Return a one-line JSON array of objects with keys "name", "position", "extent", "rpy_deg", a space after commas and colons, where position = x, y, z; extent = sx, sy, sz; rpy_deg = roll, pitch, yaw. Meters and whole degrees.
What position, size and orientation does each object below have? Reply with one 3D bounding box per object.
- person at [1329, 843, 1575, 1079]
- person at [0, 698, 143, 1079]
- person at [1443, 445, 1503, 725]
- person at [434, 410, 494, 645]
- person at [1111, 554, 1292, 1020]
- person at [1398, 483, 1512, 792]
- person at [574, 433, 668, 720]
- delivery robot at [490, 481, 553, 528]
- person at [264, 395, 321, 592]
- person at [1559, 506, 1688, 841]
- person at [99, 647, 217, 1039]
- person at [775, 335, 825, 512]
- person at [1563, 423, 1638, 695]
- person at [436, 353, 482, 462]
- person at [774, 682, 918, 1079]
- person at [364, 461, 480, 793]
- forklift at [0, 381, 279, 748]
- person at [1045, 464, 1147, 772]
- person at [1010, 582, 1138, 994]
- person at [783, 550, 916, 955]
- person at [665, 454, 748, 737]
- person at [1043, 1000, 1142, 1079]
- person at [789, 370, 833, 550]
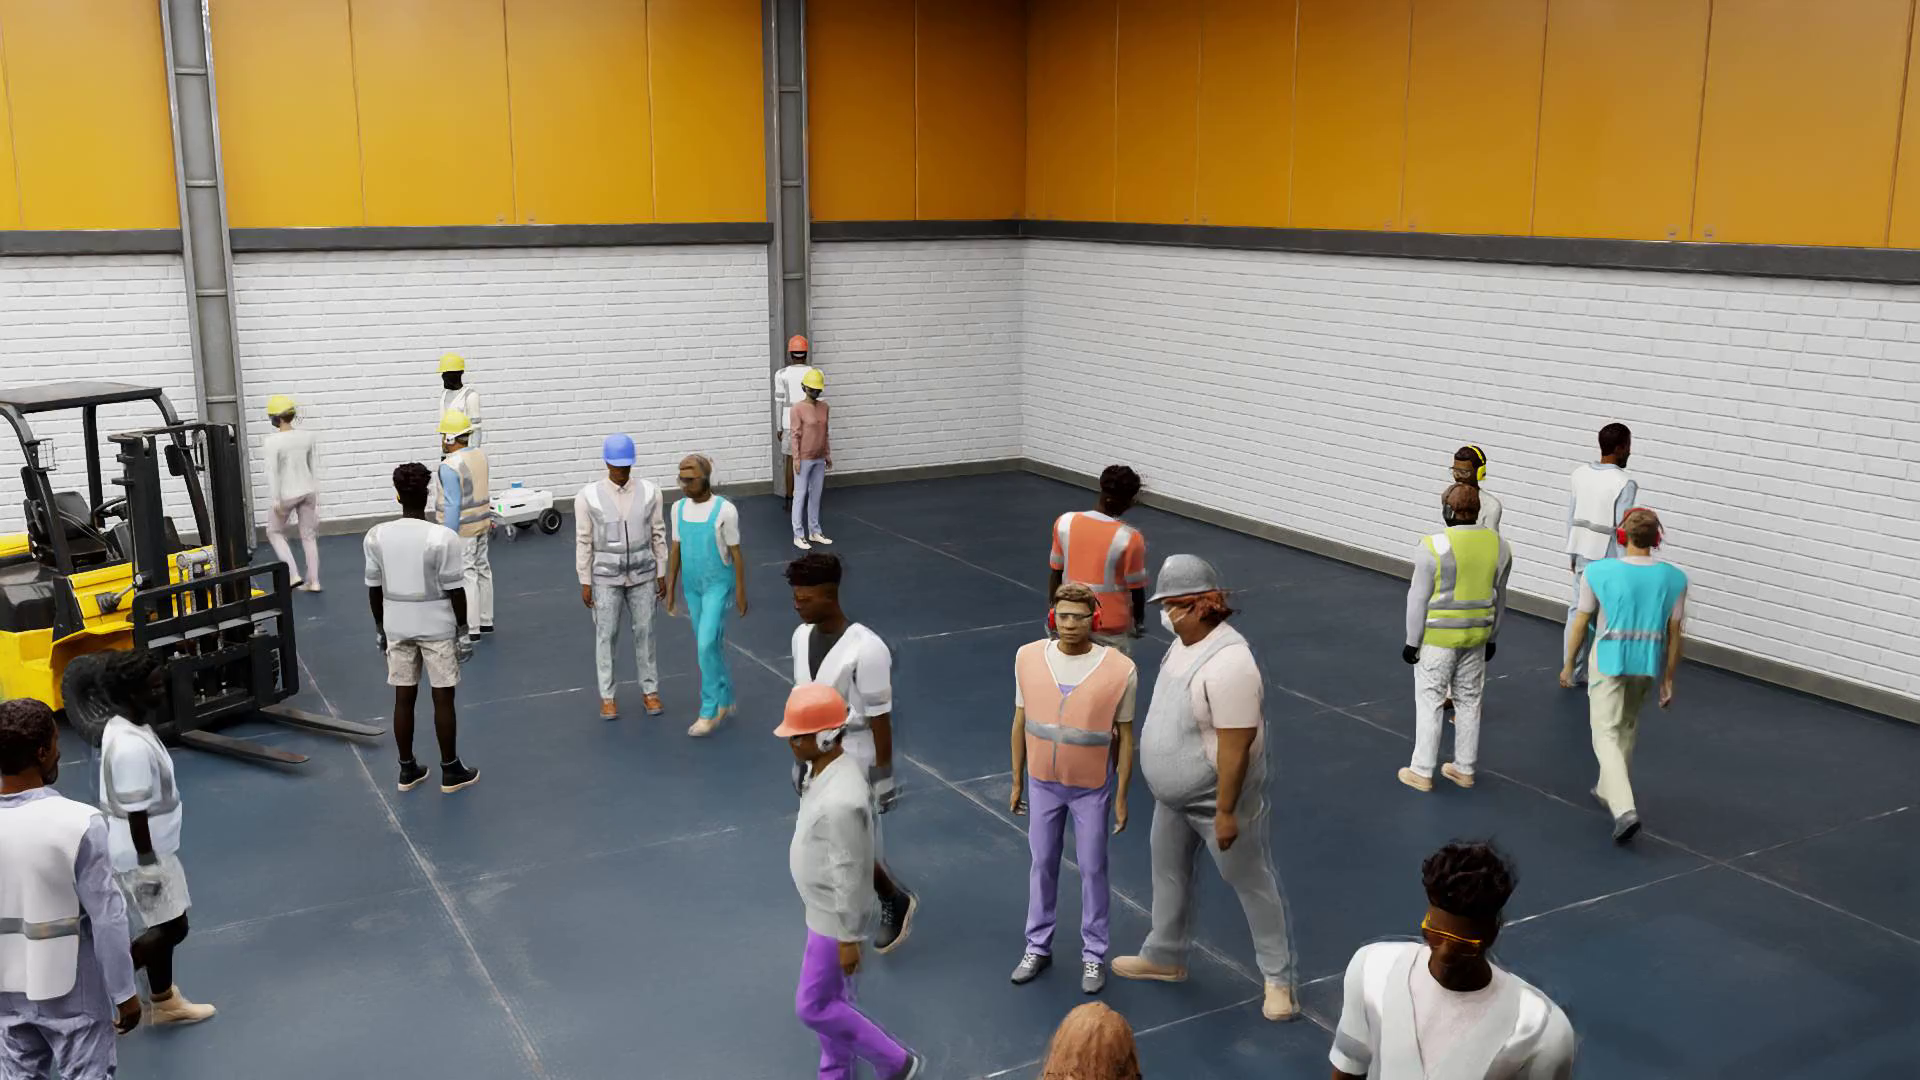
[{"name": "person", "position": [1.296, 1.671, 4.410], "extent": [0.613, 1.931, 0.962], "rpy_deg": [10, 16, 40]}, {"name": "person", "position": [-2.992, 1.451, 5.447], "extent": [0.587, 1.919, 0.391], "rpy_deg": [1, 12, 5]}, {"name": "person", "position": [3.338, 0.290, 11.039], "extent": [0.334, 1.860, 0.509], "rpy_deg": [-6, 13, -26]}, {"name": "person", "position": [-3.853, -0.096, 12.899], "extent": [0.404, 1.834, 0.591], "rpy_deg": [3, 12, 12]}, {"name": "person", "position": [1.095, 1.015, 7.202], "extent": [0.713, 2.000, 0.701], "rpy_deg": [-3, 12, -13]}, {"name": "person", "position": [2.898, 0.573, 9.782], "extent": [0.637, 1.832, 0.429], "rpy_deg": [-4, 13, -18]}, {"name": "person", "position": [-2.246, 0.240, 11.097], "extent": [0.612, 1.937, 0.419], "rpy_deg": [-5, 13, -24]}, {"name": "delivery robot", "position": [-4.498, -0.354, 16.904], "extent": [0.477, 0.478, 0.707], "rpy_deg": [9, 15, 37]}, {"name": "person", "position": [-5.805, -0.386, 14.473], "extent": [0.416, 1.753, 0.525], "rpy_deg": [7, 14, 30]}, {"name": "person", "position": [3.666, 0.719, 9.147], "extent": [0.586, 1.814, 0.888], "rpy_deg": [0, 12, 0]}, {"name": "person", "position": [-3.409, 1.269, 6.842], "extent": [0.448, 1.685, 0.547], "rpy_deg": [-6, 13, -26]}, {"name": "person", "position": [-1.749, -1.274, 18.214], "extent": [0.542, 1.928, 0.399], "rpy_deg": [-2, 12, -7]}, {"name": "person", "position": [4.463, 0.133, 11.626], "extent": [0.391, 1.918, 0.590], "rpy_deg": [-4, 13, -19]}, {"name": "person", "position": [-4.916, -0.874, 16.325], "extent": [0.585, 1.927, 0.366], "rpy_deg": [10, 15, 38]}, {"name": "person", "position": [-0.464, 1.366, 6.278], "extent": [0.437, 1.733, 0.585], "rpy_deg": [-2, 12, -10]}, {"name": "person", "position": [-3.150, 0.515, 9.733], "extent": [0.636, 1.965, 0.364], "rpy_deg": [2, 12, 10]}, {"name": "forklift", "position": [-5.853, 0.085, 11.199], "extent": [2.313, 2.155, 1.214], "rpy_deg": [7, 14, 28]}, {"name": "person", "position": [0.806, 0.462, 10.086], "extent": [0.689, 1.921, 0.440], "rpy_deg": [6, 14, 28]}, {"name": "person", "position": [0.496, 1.078, 7.359], "extent": [0.564, 1.850, 0.390], "rpy_deg": [4, 13, 19]}, {"name": "person", "position": [-0.526, 0.999, 7.534], "extent": [0.454, 1.937, 0.648], "rpy_deg": [-11, 16, -41]}, {"name": "person", "position": [-1.716, 0.361, 10.789], "extent": [0.528, 1.817, 0.721], "rpy_deg": [7, 14, 29]}, {"name": "person", "position": [0.316, 1.894, 4.072], "extent": [0.513, 1.620, 0.335], "rpy_deg": [6, 14, 27]}, {"name": "person", "position": [-1.453, -0.799, 16.367], "extent": [0.329, 1.763, 0.523], "rpy_deg": [10, 15, 38]}]
